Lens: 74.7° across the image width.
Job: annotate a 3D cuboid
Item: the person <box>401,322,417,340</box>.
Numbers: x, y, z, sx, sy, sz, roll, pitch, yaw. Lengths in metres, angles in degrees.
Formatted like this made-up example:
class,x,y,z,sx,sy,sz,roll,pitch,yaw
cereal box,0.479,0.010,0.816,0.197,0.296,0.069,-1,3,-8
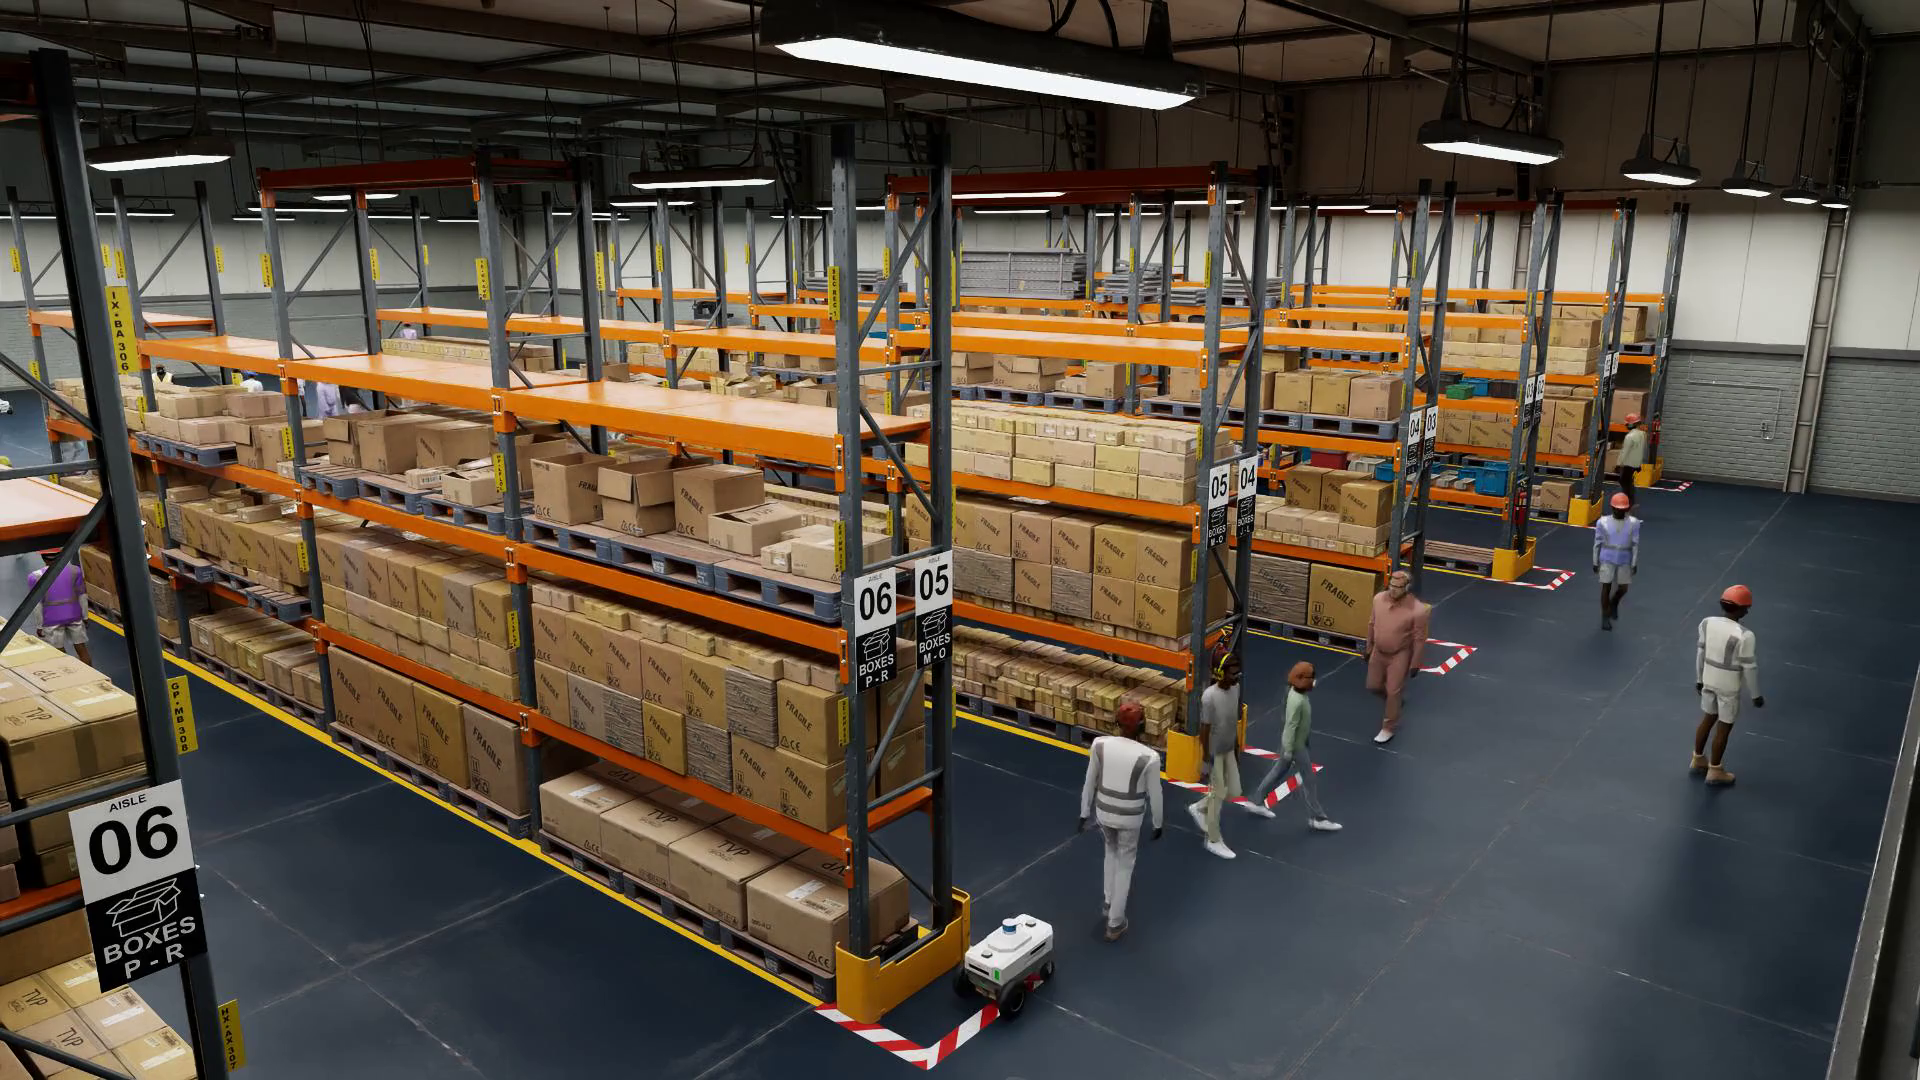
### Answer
class,x,y,z,sx,sy,sz,roll,pitch,yaw
person,-22.190,-7.840,50.768,0.617,1.978,1.079,-4,14,-16

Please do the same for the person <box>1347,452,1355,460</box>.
class,x,y,z,sx,sy,sz,roll,pitch,yaw
person,7.689,-1.610,25.365,1.020,1.864,0.605,11,17,37

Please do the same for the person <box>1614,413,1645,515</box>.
class,x,y,z,sx,sy,sz,roll,pitch,yaw
person,13.086,-1.490,24.641,0.609,1.970,0.438,-12,18,-41

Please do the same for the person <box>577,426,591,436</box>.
class,x,y,z,sx,sy,sz,roll,pitch,yaw
person,-9.550,-3.181,31.874,0.554,1.842,0.562,-2,14,-7

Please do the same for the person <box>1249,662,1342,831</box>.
class,x,y,z,sx,sy,sz,roll,pitch,yaw
person,3.106,1.871,11.625,0.841,1.589,0.512,4,14,17

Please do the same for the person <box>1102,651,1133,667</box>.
class,x,y,z,sx,sy,sz,roll,pitch,yaw
person,1.982,0.726,15.617,0.378,1.934,0.629,10,17,36

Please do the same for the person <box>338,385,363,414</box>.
class,x,y,z,sx,sy,sz,roll,pitch,yaw
person,-16.328,-3.646,33.645,0.648,1.915,0.987,9,16,33

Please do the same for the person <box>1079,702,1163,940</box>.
class,x,y,z,sx,sy,sz,roll,pitch,yaw
person,1.281,2.160,9.874,0.629,1.857,0.654,8,16,30

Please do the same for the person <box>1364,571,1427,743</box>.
class,x,y,z,sx,sy,sz,roll,pitch,yaw
person,4.708,1.230,13.621,0.565,1.890,0.667,-10,17,-36

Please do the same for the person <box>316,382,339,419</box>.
class,x,y,z,sx,sy,sz,roll,pitch,yaw
person,-16.547,-3.505,33.165,0.938,1.856,0.657,2,14,9

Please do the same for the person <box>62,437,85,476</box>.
class,x,y,z,sx,sy,sz,roll,pitch,yaw
person,-20.204,-2.414,28.545,0.442,1.920,0.639,-2,14,-7

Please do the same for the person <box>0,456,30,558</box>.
class,x,y,z,sx,sy,sz,roll,pitch,yaw
person,-16.085,-0.568,21.345,0.509,1.725,0.413,-8,16,-31

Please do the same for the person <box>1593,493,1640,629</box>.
class,x,y,z,sx,sy,sz,roll,pitch,yaw
person,9.101,0.271,17.504,0.579,1.923,0.487,5,15,20

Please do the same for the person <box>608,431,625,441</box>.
class,x,y,z,sx,sy,sz,roll,pitch,yaw
person,-7.238,-1.788,26.649,0.544,1.586,0.867,6,15,22

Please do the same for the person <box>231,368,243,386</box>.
class,x,y,z,sx,sy,sz,roll,pitch,yaw
person,-20.466,-4.106,35.709,0.495,1.823,0.636,0,14,-1

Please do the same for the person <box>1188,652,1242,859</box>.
class,x,y,z,sx,sy,sz,roll,pitch,yaw
person,2.272,1.861,11.126,0.536,1.854,0.512,-12,18,-41

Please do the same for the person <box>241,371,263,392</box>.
class,x,y,z,sx,sy,sz,roll,pitch,yaw
person,-18.699,-3.592,33.406,0.675,1.917,0.472,2,14,8

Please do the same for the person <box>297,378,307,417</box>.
class,x,y,z,sx,sy,sz,roll,pitch,yaw
person,-19.928,-4.659,37.765,0.544,1.935,0.361,-13,19,-43

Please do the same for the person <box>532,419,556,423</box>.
class,x,y,z,sx,sy,sz,roll,pitch,yaw
person,-9.063,-2.193,27.714,0.649,1.889,0.616,-11,17,-38

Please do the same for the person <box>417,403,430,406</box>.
class,x,y,z,sx,sy,sz,roll,pitch,yaw
person,-16.878,-4.980,39.457,0.528,1.757,0.340,-3,14,-13

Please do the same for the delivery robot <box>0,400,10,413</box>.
class,x,y,z,sx,sy,sz,roll,pitch,yaw
delivery robot,-29.319,-4.119,38.311,0.707,0.478,0.477,5,15,20

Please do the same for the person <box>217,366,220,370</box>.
class,x,y,z,sx,sy,sz,roll,pitch,yaw
person,-26.536,-6.390,45.371,0.321,1.699,0.535,5,15,20

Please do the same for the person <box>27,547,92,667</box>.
class,x,y,z,sx,sy,sz,roll,pitch,yaw
person,-10.577,0.917,14.820,0.379,1.937,0.548,11,18,39

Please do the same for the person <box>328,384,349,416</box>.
class,x,y,z,sx,sy,sz,roll,pitch,yaw
person,-18.180,-4.388,36.749,1.049,1.892,0.627,-5,14,-19

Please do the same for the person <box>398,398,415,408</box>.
class,x,y,z,sx,sy,sz,roll,pitch,yaw
person,-13.746,-3.054,31.249,0.423,1.895,0.642,2,14,8

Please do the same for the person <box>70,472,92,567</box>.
class,x,y,z,sx,sy,sz,roll,pitch,yaw
person,-13.646,-0.166,19.607,0.633,1.787,0.976,6,15,24

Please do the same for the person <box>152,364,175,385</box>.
class,x,y,z,sx,sy,sz,roll,pitch,yaw
person,-22.357,-4.031,35.376,0.627,1.844,0.429,-7,15,-26

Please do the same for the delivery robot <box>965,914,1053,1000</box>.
class,x,y,z,sx,sy,sz,roll,pitch,yaw
delivery robot,0.359,2.976,9.106,0.477,0.478,0.707,10,17,39

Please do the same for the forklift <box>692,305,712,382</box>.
class,x,y,z,sx,sy,sz,roll,pitch,yaw
forklift,-9.511,-7.392,47.124,1.873,2.768,1.129,11,17,38

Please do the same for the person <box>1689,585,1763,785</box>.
class,x,y,z,sx,sy,sz,roll,pitch,yaw
person,7.607,1.432,12.499,0.424,2.040,0.620,-3,14,-10
